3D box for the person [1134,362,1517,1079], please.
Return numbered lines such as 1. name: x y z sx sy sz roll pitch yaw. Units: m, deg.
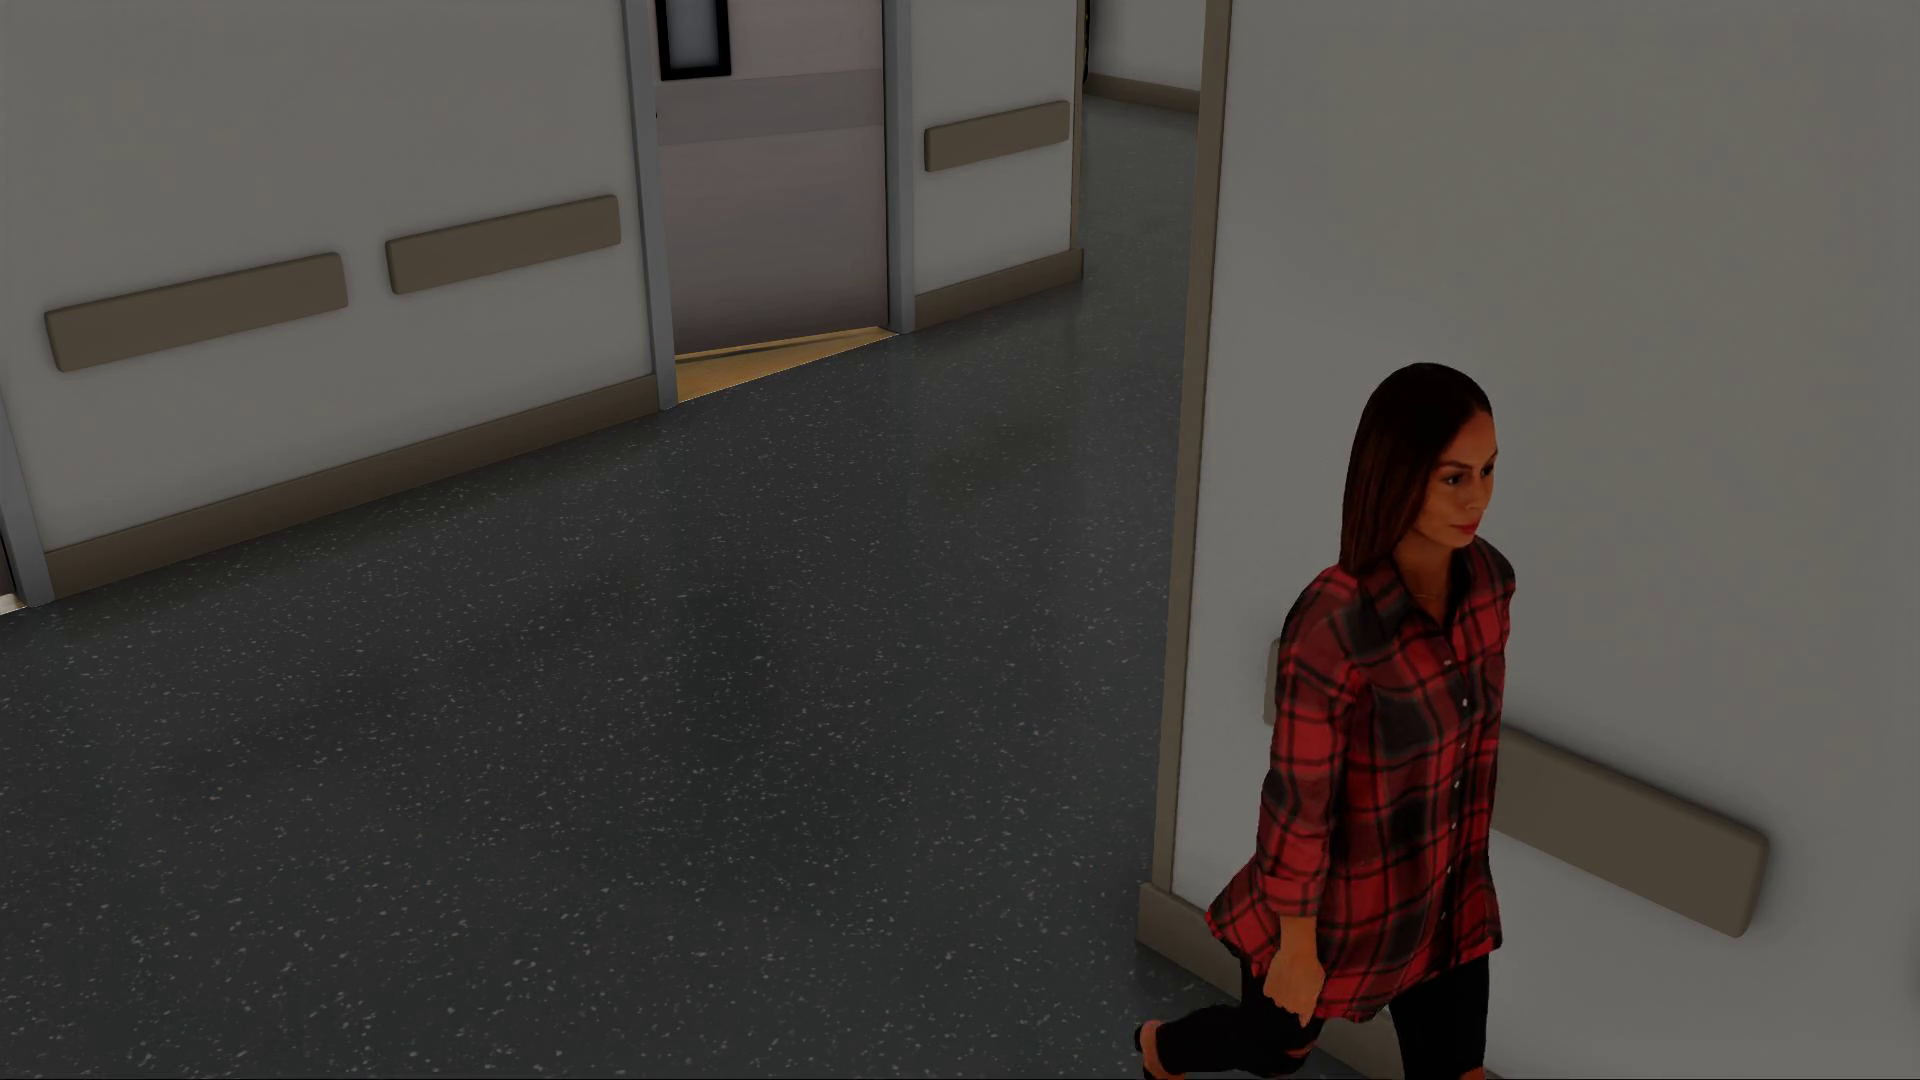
1. person: 0.573 0.528 2.606 1.091 1.671 0.838 -16 30 -29
